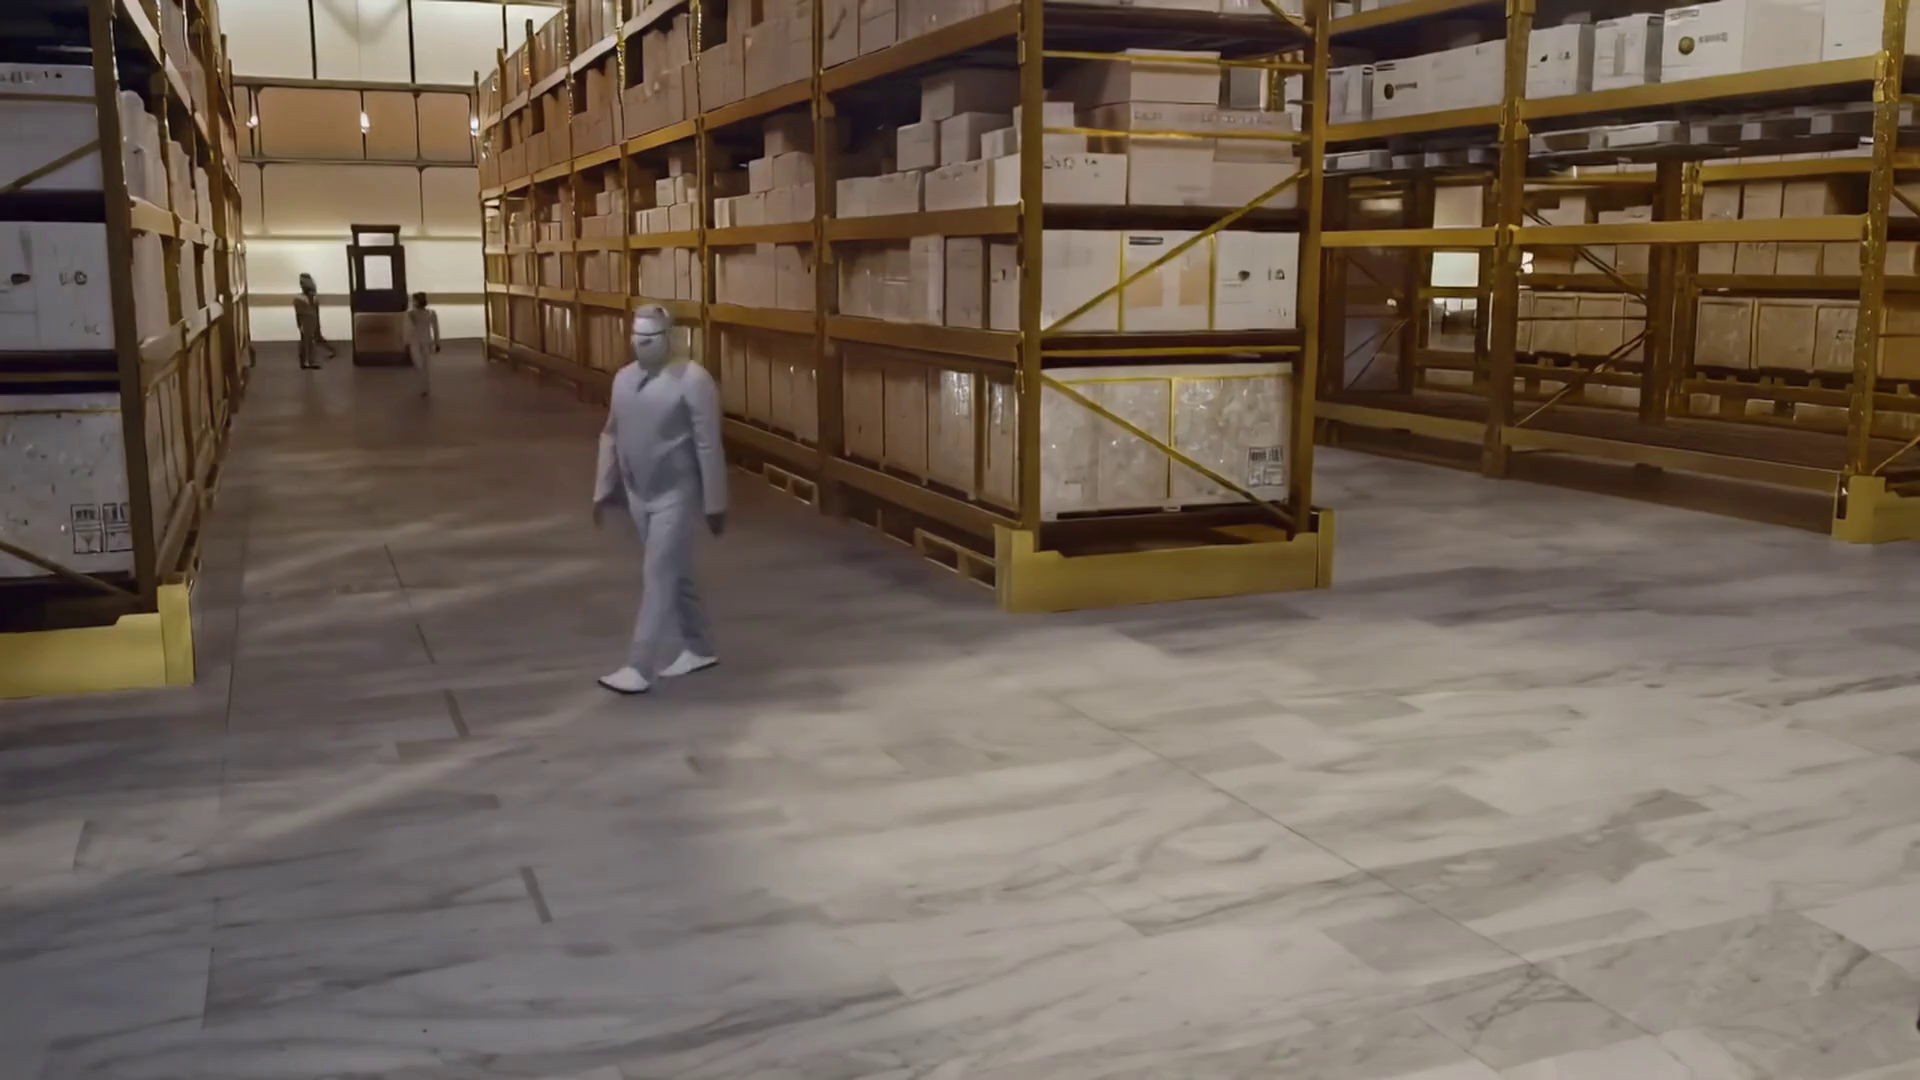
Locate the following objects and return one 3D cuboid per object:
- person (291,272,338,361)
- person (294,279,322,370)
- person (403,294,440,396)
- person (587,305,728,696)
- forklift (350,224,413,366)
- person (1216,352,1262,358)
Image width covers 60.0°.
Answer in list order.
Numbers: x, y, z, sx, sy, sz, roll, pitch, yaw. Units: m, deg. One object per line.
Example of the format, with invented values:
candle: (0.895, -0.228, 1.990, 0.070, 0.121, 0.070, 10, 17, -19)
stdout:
person: (-13.698, -4.722, 35.180, 0.902, 1.875, 0.651, -4, 10, -22)
person: (-12.651, -4.183, 32.315, 0.354, 1.744, 0.564, 3, 10, 19)
person: (-8.435, -3.059, 26.048, 0.532, 1.589, 0.896, -5, 11, -27)
person: (-1.528, -0.192, 8.061, 0.650, 1.865, 0.952, 8, 12, 39)
forklift: (-11.697, -4.947, 33.493, 1.129, 2.768, 1.873, -4, 10, -22)
person: (2.324, -1.274, 14.425, 0.542, 1.909, 0.757, -2, 10, -13)
